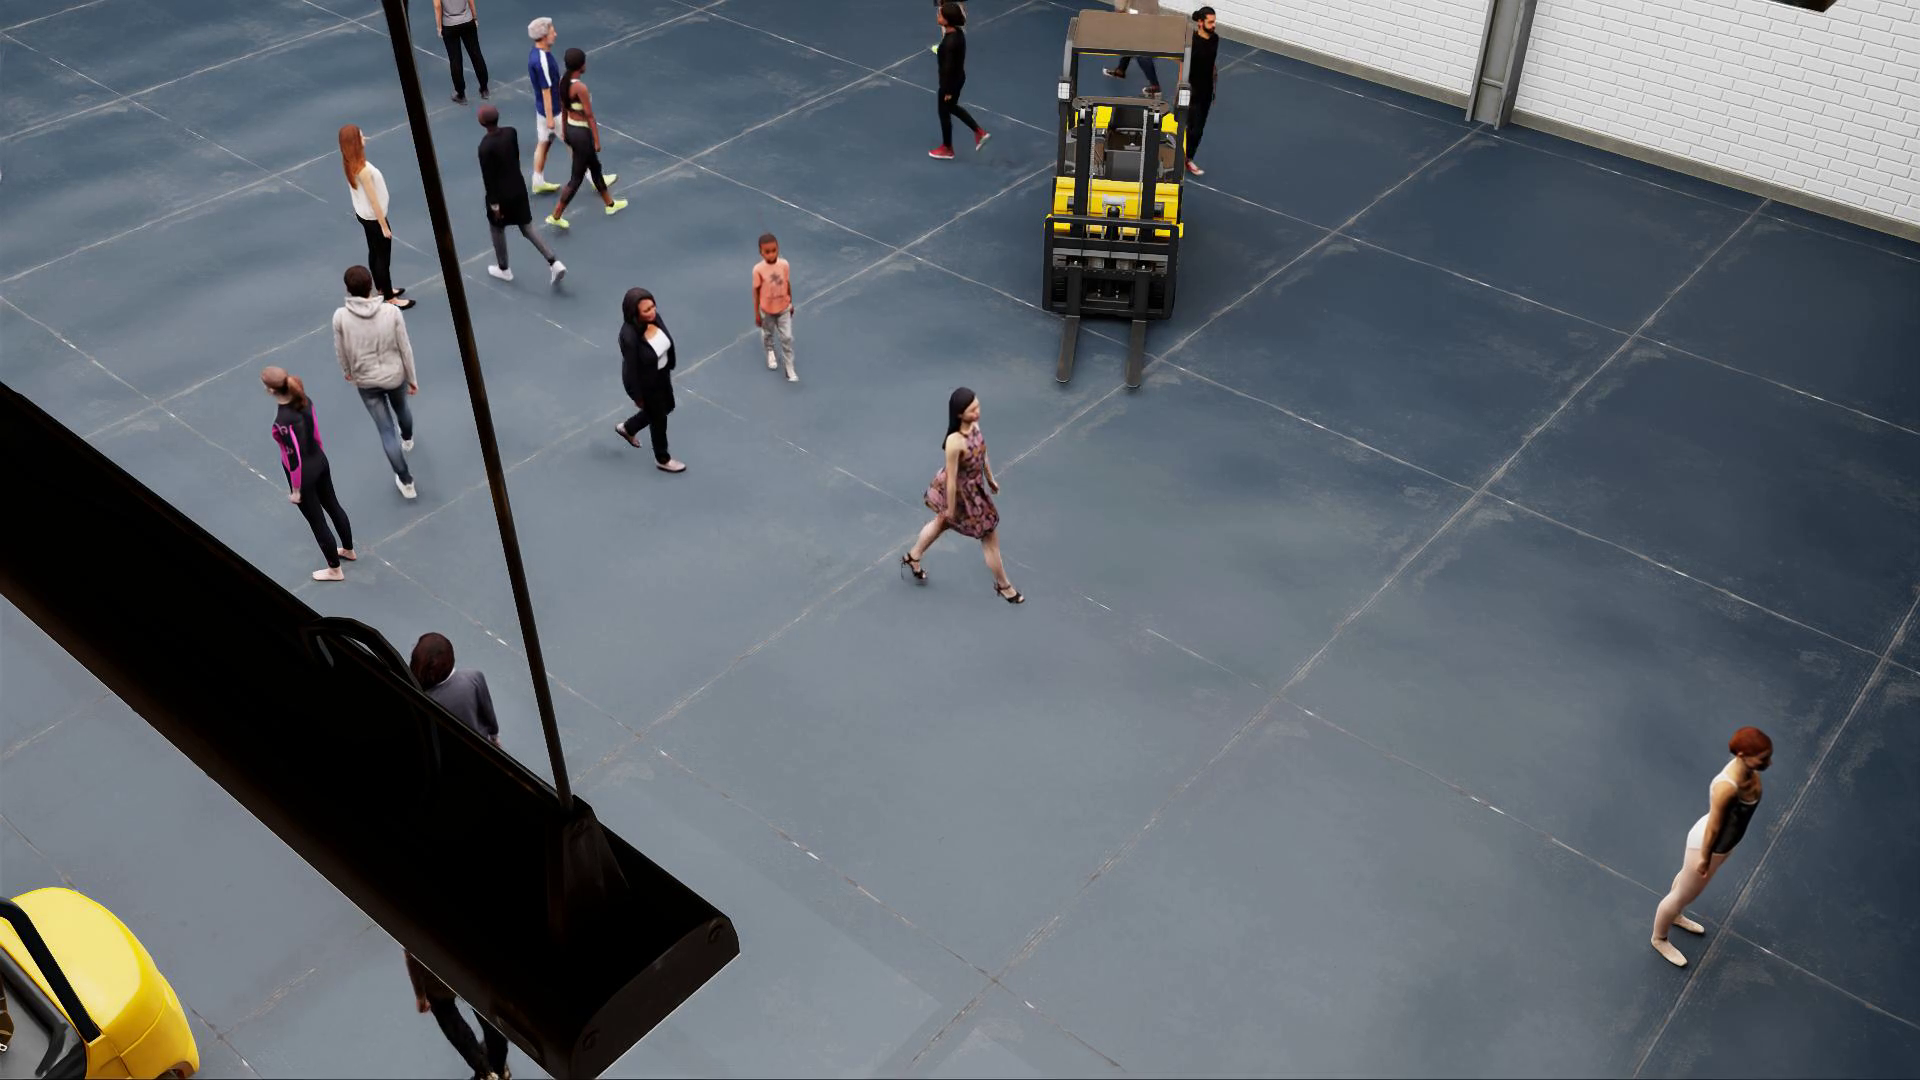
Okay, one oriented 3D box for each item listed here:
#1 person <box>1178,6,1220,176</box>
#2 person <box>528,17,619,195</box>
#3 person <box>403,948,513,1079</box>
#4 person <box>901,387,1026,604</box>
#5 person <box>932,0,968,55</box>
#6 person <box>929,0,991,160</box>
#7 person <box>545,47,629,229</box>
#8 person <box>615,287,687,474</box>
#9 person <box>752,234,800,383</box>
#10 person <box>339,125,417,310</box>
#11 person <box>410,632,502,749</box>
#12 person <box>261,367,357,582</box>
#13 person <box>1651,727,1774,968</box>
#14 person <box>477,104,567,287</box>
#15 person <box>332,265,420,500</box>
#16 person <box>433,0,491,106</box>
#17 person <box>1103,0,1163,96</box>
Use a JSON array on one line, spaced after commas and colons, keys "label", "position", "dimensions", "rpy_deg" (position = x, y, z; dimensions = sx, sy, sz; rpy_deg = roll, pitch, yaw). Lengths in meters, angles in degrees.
[{"label": "person", "position": [2.306, -4.517, 16.702], "dimensions": [0.698, 1.745, 0.701], "rpy_deg": [-27, 46, -30]}, {"label": "person", "position": [-4.069, -4.197, 16.260], "dimensions": [1.030, 1.797, 1.113], "rpy_deg": [-13, 40, -16]}, {"label": "person", "position": [-2.437, 2.186, 8.232], "dimensions": [0.771, 1.841, 0.787], "rpy_deg": [-24, 44, -27]}, {"label": "person", "position": [-0.053, -0.306, 11.446], "dimensions": [1.241, 1.723, 0.960], "rpy_deg": [10, 40, 12]}, {"label": "person", "position": [-0.116, -6.508, 19.079], "dimensions": [0.734, 1.890, 0.642], "rpy_deg": [-25, 45, -28]}, {"label": "person", "position": [-0.004, -4.656, 16.948], "dimensions": [0.962, 1.656, 0.790], "rpy_deg": [11, 40, 14]}, {"label": "person", "position": [-3.678, -3.747, 15.767], "dimensions": [0.768, 1.709, 1.112], "rpy_deg": [-30, 47, -32]}, {"label": "person", "position": [-2.446, -1.230, 12.700], "dimensions": [0.963, 1.603, 0.846], "rpy_deg": [9, 40, 11]}, {"label": "person", "position": [-1.578, -1.982, 13.900], "dimensions": [0.801, 1.280, 0.943], "rpy_deg": [-11, 40, -13]}, {"label": "person", "position": [-5.168, -2.832, 14.611], "dimensions": [0.682, 1.722, 0.519], "rpy_deg": [-24, 44, -27]}, {"label": "person", "position": [-2.837, 1.224, 9.496], "dimensions": [0.653, 1.768, 0.573], "rpy_deg": [-27, 46, -30]}, {"label": "person", "position": [-4.559, -0.473, 11.635], "dimensions": [0.684, 1.749, 0.655], "rpy_deg": [7, 39, 9]}, {"label": "person", "position": [4.105, 1.634, 9.081], "dimensions": [0.484, 1.643, 0.551], "rpy_deg": [29, 47, 32]}, {"label": "person", "position": [-3.976, -3.050, 14.876], "dimensions": [1.120, 1.733, 0.699], "rpy_deg": [23, 44, 26]}, {"label": "person", "position": [-4.313, -1.131, 12.413], "dimensions": [0.978, 1.806, 1.268], "rpy_deg": [-18, 42, -21]}, {"label": "person", "position": [-5.467, -5.628, 18.085], "dimensions": [0.666, 1.755, 0.629], "rpy_deg": [-24, 44, -27]}, {"label": "person", "position": [2.007, -5.749, 18.165], "dimensions": [1.142, 1.844, 0.726], "rpy_deg": [31, 48, 33]}]
